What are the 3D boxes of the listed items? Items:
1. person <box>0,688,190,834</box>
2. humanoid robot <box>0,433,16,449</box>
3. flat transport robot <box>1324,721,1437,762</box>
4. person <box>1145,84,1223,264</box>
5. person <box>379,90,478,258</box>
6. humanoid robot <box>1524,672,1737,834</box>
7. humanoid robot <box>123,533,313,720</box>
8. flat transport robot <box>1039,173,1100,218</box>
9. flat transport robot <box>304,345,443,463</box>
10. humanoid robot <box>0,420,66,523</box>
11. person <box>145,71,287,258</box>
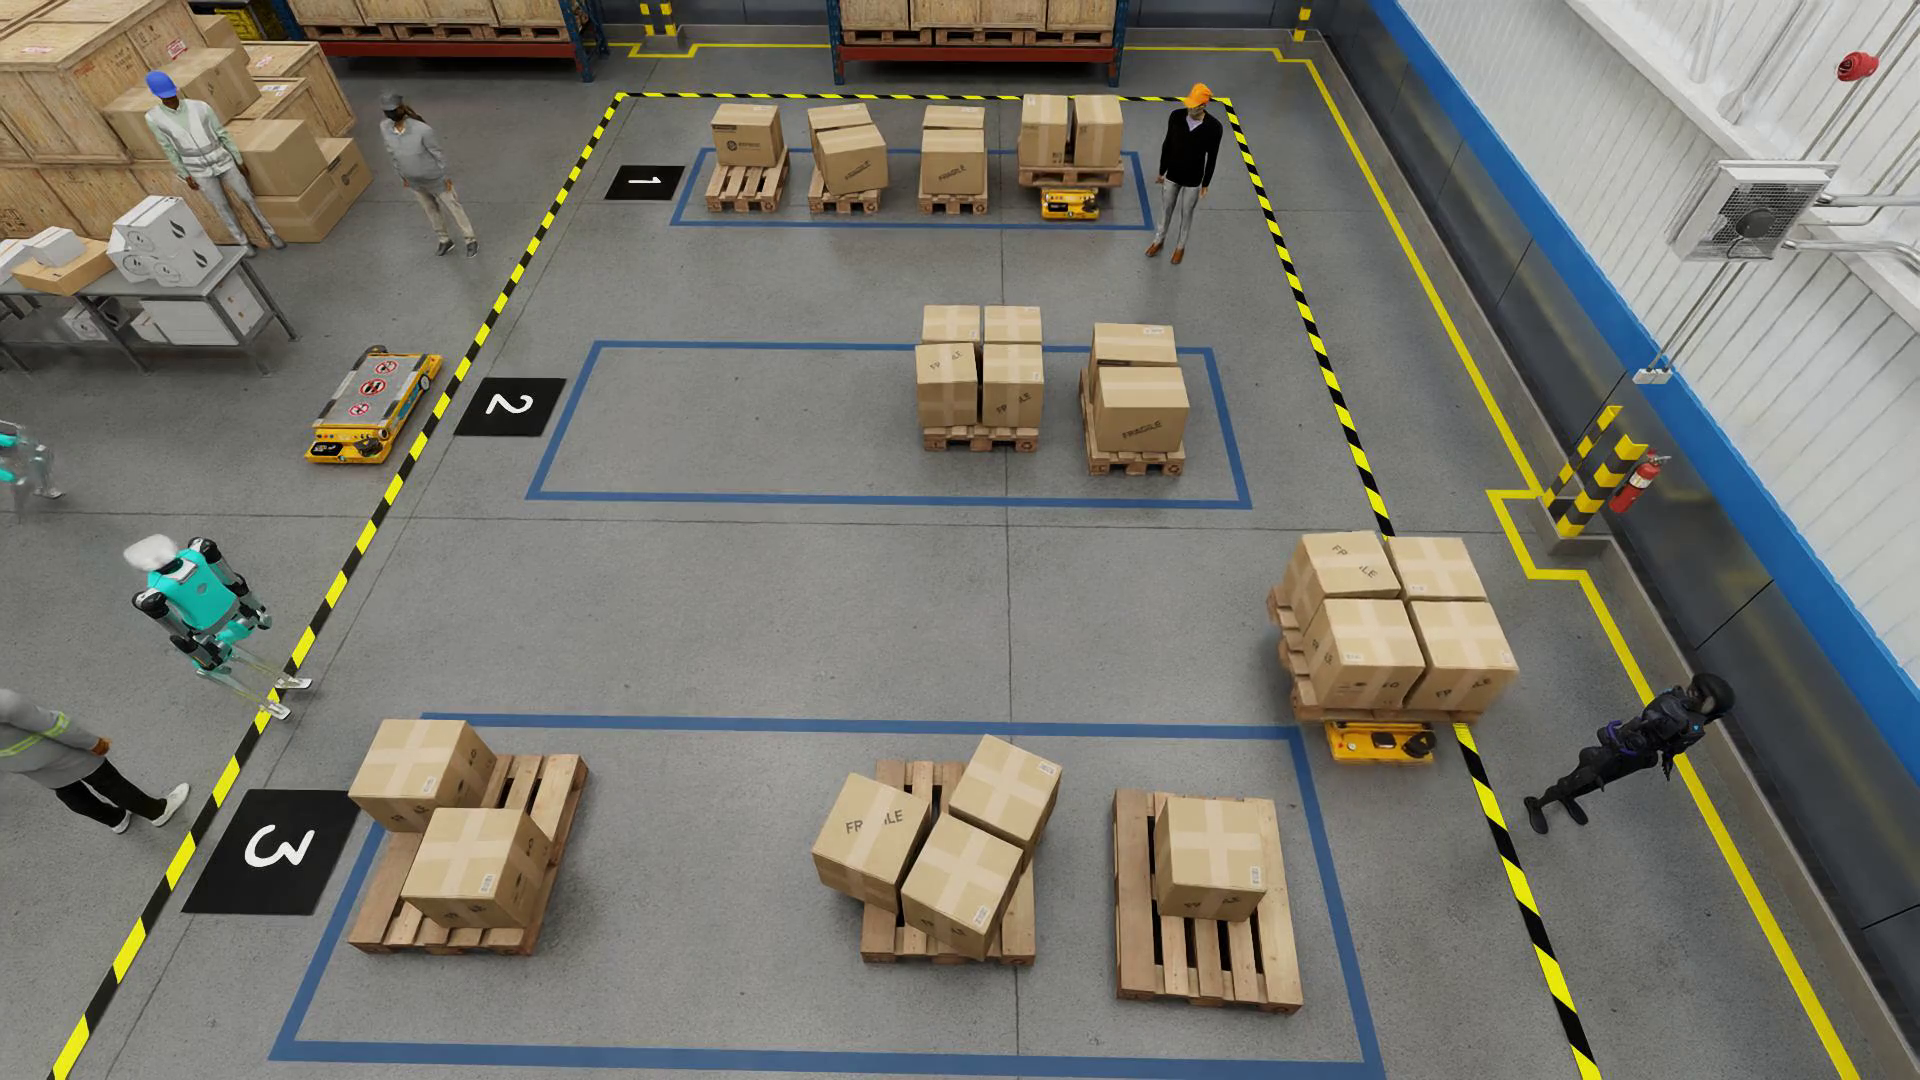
[{"bbox_3d":[-5.327,1.194,5.319,0.589,1.852,0.367,-6,50,-5],"label":"person"},{"bbox_3d":[-8.652,-1.261,7.520,0.619,1.632,0.603,-36,59,-27],"label":"humanoid robot"},{"bbox_3d":[2.868,0.899,6.588,0.652,0.197,1.431,1,50,1],"label":"flat transport robot"},{"bbox_3d":[2.324,-3.771,9.503,0.585,1.880,0.386,26,55,21],"label":"person"},{"bbox_3d":[-5.594,-3.818,9.614,0.571,1.769,0.397,3,50,3],"label":"person"},{"bbox_3d":[3.925,1.260,5.367,0.599,1.659,0.315,-7,50,-6],"label":"humanoid robot"},{"bbox_3d":[-4.836,0.546,5.855,0.735,1.677,0.533,9,50,8],"label":"humanoid robot"},{"bbox_3d":[1.291,-4.333,11.015,0.652,0.197,1.431,1,50,1],"label":"flat transport robot"},{"bbox_3d":[-5.383,-1.269,8.441,0.659,0.231,1.431,1,50,1],"label":"flat transport robot"},{"bbox_3d":[-7.672,-0.825,7.120,0.852,1.776,0.530,-11,51,-9],"label":"humanoid robot"},{"bbox_3d":[-7.814,-3.902,9.577,0.602,1.939,0.412,-31,56,-24],"label":"person"}]
